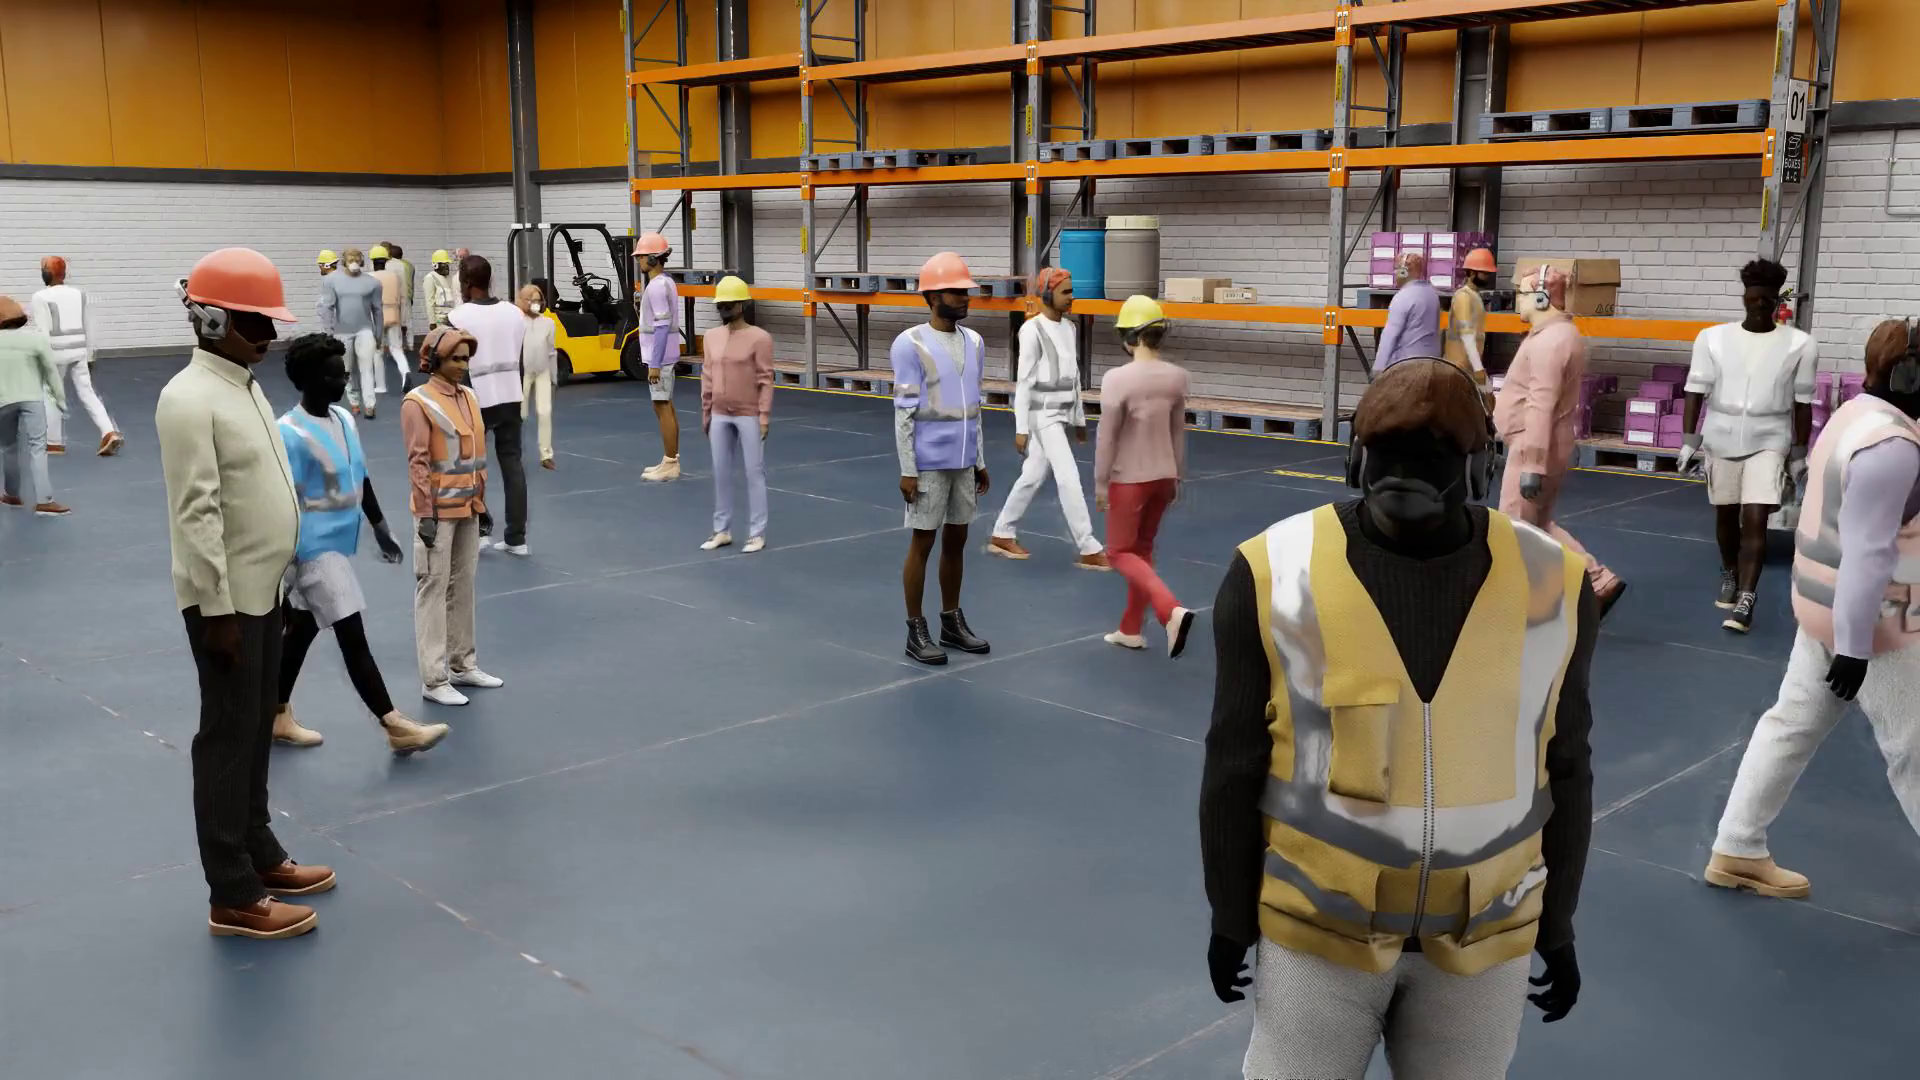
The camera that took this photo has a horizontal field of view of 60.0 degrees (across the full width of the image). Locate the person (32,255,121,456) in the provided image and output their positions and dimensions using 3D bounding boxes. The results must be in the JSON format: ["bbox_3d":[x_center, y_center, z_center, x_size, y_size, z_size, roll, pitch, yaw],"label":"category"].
[{"bbox_3d":[-8.147,-1.681,15.248,0.938,1.855,0.591,5,11,24],"label":"person"}]

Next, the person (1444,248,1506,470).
[{"bbox_3d":[4.398,-1.500,14.083,0.797,1.903,0.552,6,12,31],"label":"person"}]

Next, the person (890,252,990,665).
[{"bbox_3d":[-0.072,-0.388,7.929,0.549,1.942,0.347,-10,14,-43],"label":"person"}]

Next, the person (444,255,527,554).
[{"bbox_3d":[-3.019,-0.850,10.586,0.634,1.897,0.612,9,14,40],"label":"person"}]

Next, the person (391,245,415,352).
[{"bbox_3d":[-9.808,-4.211,29.050,0.429,1.845,0.621,6,12,30],"label":"person"}]

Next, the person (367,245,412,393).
[{"bbox_3d":[-7.297,-2.792,21.159,0.595,1.899,0.798,-10,14,-43],"label":"person"}]

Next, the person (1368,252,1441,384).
[{"bbox_3d":[3.689,-1.481,14.072,0.928,1.865,0.669,8,13,38],"label":"person"}]

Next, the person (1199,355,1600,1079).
[{"bbox_3d":[0.707,0.621,2.710,0.631,1.840,0.428,1,10,4],"label":"person"}]

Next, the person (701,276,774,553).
[{"bbox_3d":[-1.433,-0.801,10.664,0.530,1.768,0.314,4,11,22],"label":"person"}]

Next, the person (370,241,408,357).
[{"bbox_3d":[-9.504,-3.999,27.662,0.650,1.924,0.429,1,10,4],"label":"person"}]

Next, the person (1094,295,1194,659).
[{"bbox_3d":[0.898,-0.284,7.909,0.527,1.749,0.666,-8,13,-36],"label":"person"}]

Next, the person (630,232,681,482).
[{"bbox_3d":[-2.503,-1.499,13.711,0.381,2.041,0.616,-1,10,-3],"label":"person"}]

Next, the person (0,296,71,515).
[{"bbox_3d":[-6.861,-0.987,12.179,0.559,1.581,0.795,-4,11,-22],"label":"person"}]

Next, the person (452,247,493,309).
[{"bbox_3d":[-6.217,-2.841,21.508,0.736,1.871,0.697,7,12,33],"label":"person"}]

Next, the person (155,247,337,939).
[{"bbox_3d":[-2.087,0.153,4.859,0.392,1.986,0.609,-2,11,-9],"label":"person"}]

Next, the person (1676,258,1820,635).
[{"bbox_3d":[4.117,-0.511,8.716,0.610,1.913,1.024,7,12,32],"label":"person"}]

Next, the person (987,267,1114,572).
[{"bbox_3d":[0.561,-0.744,10.189,0.970,1.834,0.591,5,12,27],"label":"person"}]

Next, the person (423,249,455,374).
[{"bbox_3d":[-6.929,-2.969,22.301,0.404,1.830,0.601,2,11,13],"label":"person"}]

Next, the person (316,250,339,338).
[{"bbox_3d":[-8.489,-3.005,22.529,0.403,1.826,0.594,-2,11,-9],"label":"person"}]

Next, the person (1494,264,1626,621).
[{"bbox_3d":[2.943,-0.429,8.314,0.686,1.886,0.646,5,12,26],"label":"person"}]

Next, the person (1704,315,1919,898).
[{"bbox_3d":[2.751,0.242,4.896,0.975,1.787,0.652,4,11,18],"label":"person"}]

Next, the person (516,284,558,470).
[{"bbox_3d":[-3.778,-1.428,14.511,0.517,1.611,0.674,-8,13,-38],"label":"person"}]

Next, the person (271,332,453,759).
[{"bbox_3d":[-2.406,0.028,6.432,0.851,1.646,0.545,0,10,3],"label":"person"}]

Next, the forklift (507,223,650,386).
[{"bbox_3d":[-5.316,-3.263,22.920,2.313,2.155,1.214,-10,14,-44],"label":"forklift"}]

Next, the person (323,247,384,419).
[{"bbox_3d":[-6.727,-2.299,18.500,0.639,1.896,0.949,-3,11,-16],"label":"person"}]

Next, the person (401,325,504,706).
[{"bbox_3d":[-2.224,-0.113,7.258,0.310,1.640,0.514,3,11,14],"label":"person"}]
